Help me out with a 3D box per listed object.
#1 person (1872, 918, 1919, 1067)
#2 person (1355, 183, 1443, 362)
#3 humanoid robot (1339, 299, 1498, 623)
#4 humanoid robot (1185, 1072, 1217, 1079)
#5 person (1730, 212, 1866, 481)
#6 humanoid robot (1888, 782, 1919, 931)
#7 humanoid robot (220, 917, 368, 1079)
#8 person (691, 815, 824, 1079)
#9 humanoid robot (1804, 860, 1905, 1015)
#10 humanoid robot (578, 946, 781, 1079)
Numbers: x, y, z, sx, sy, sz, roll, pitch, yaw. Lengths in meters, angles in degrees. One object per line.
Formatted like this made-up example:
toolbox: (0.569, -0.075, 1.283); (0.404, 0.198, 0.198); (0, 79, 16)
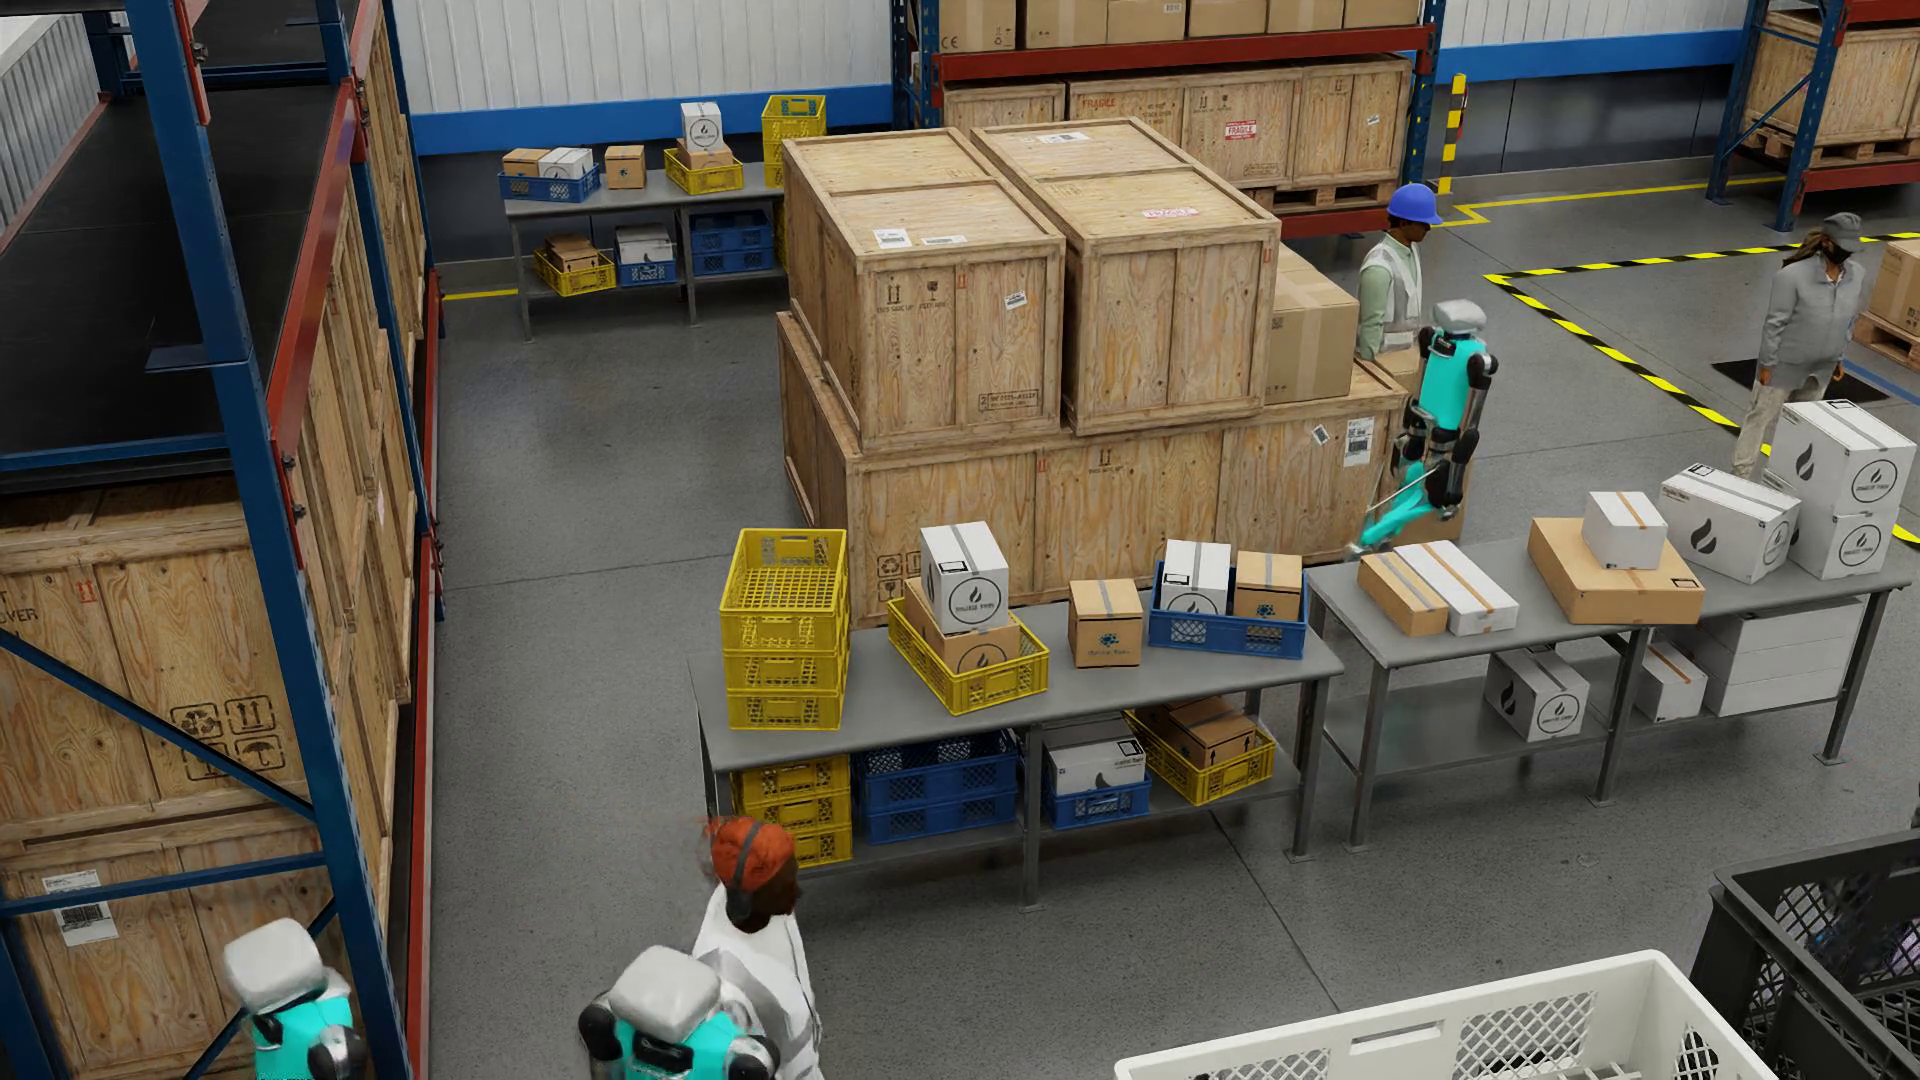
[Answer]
person: (2.665, 1.521, 4.533); (0.633, 2.032, 0.421); (-18, 34, -30)
person: (2.371, -1.040, 9.279); (0.411, 1.939, 0.602); (17, 33, 28)
humanoid robot: (2.177, -0.315, 8.168); (1.023, 1.729, 0.554); (-9, 30, -16)
humanoid robot: (0.525, 1.907, 4.249); (0.775, 1.626, 0.616); (-21, 35, -33)
person: (4.739, -1.009, 9.397); (0.563, 1.764, 0.402); (-6, 29, -11)
humanoid robot: (2.923, 1.390, 5.140); (0.319, 1.649, 0.608); (6, 29, 10)
humanoid robot: (-1.807, 1.816, 4.310); (0.970, 1.748, 0.547); (-25, 37, -38)
person: (-0.575, 1.513, 4.699); (0.513, 1.865, 0.594); (3, 29, 5)
humanoid robot: (2.531, 1.600, 4.779); (0.593, 1.625, 0.599); (15, 32, 25)
humanoid robot: (-0.808, 1.926, 4.154); (0.535, 1.762, 0.991); (11, 31, 19)
